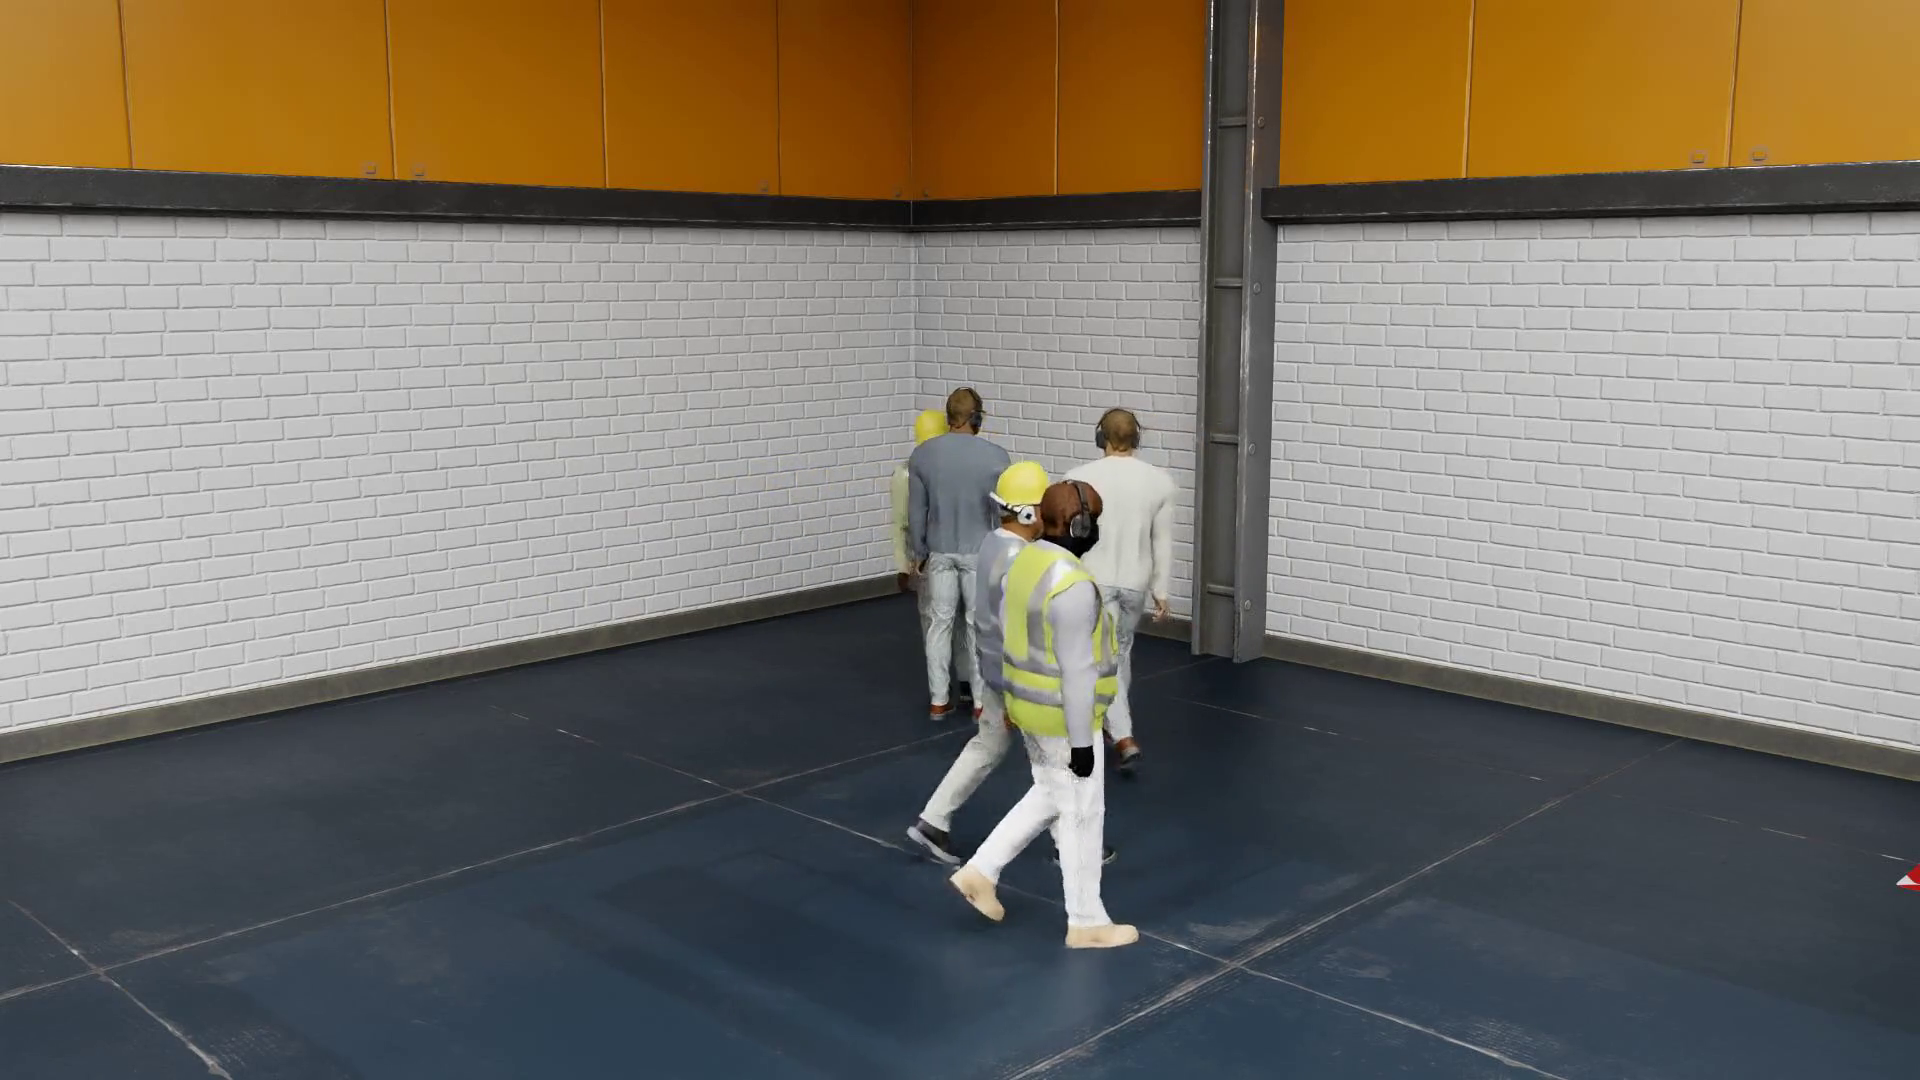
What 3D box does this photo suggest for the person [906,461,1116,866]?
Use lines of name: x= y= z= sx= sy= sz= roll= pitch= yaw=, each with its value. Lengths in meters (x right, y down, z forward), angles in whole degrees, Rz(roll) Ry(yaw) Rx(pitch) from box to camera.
person: x=0.207 y=0.550 z=7.193 sx=0.878 sy=1.805 sz=0.595 roll=-2 pitch=9 yaw=-13

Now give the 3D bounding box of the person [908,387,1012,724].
person: x=0.011 y=0.091 z=9.573 sx=0.634 sy=1.936 sz=0.351 roll=4 pitch=10 yaw=21

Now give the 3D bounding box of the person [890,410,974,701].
person: x=-0.124 y=0.095 z=10.033 sx=0.617 sy=1.779 sz=0.654 roll=-2 pitch=9 yaw=-12

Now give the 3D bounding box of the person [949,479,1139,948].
person: x=0.346 y=0.676 z=6.366 sx=0.615 sy=1.828 sz=0.641 roll=-3 pitch=10 yaw=-16

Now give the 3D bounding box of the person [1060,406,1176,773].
person: x=0.822 y=0.245 z=8.760 sx=0.644 sy=1.904 sz=0.968 roll=-2 pitch=9 yaw=-12
